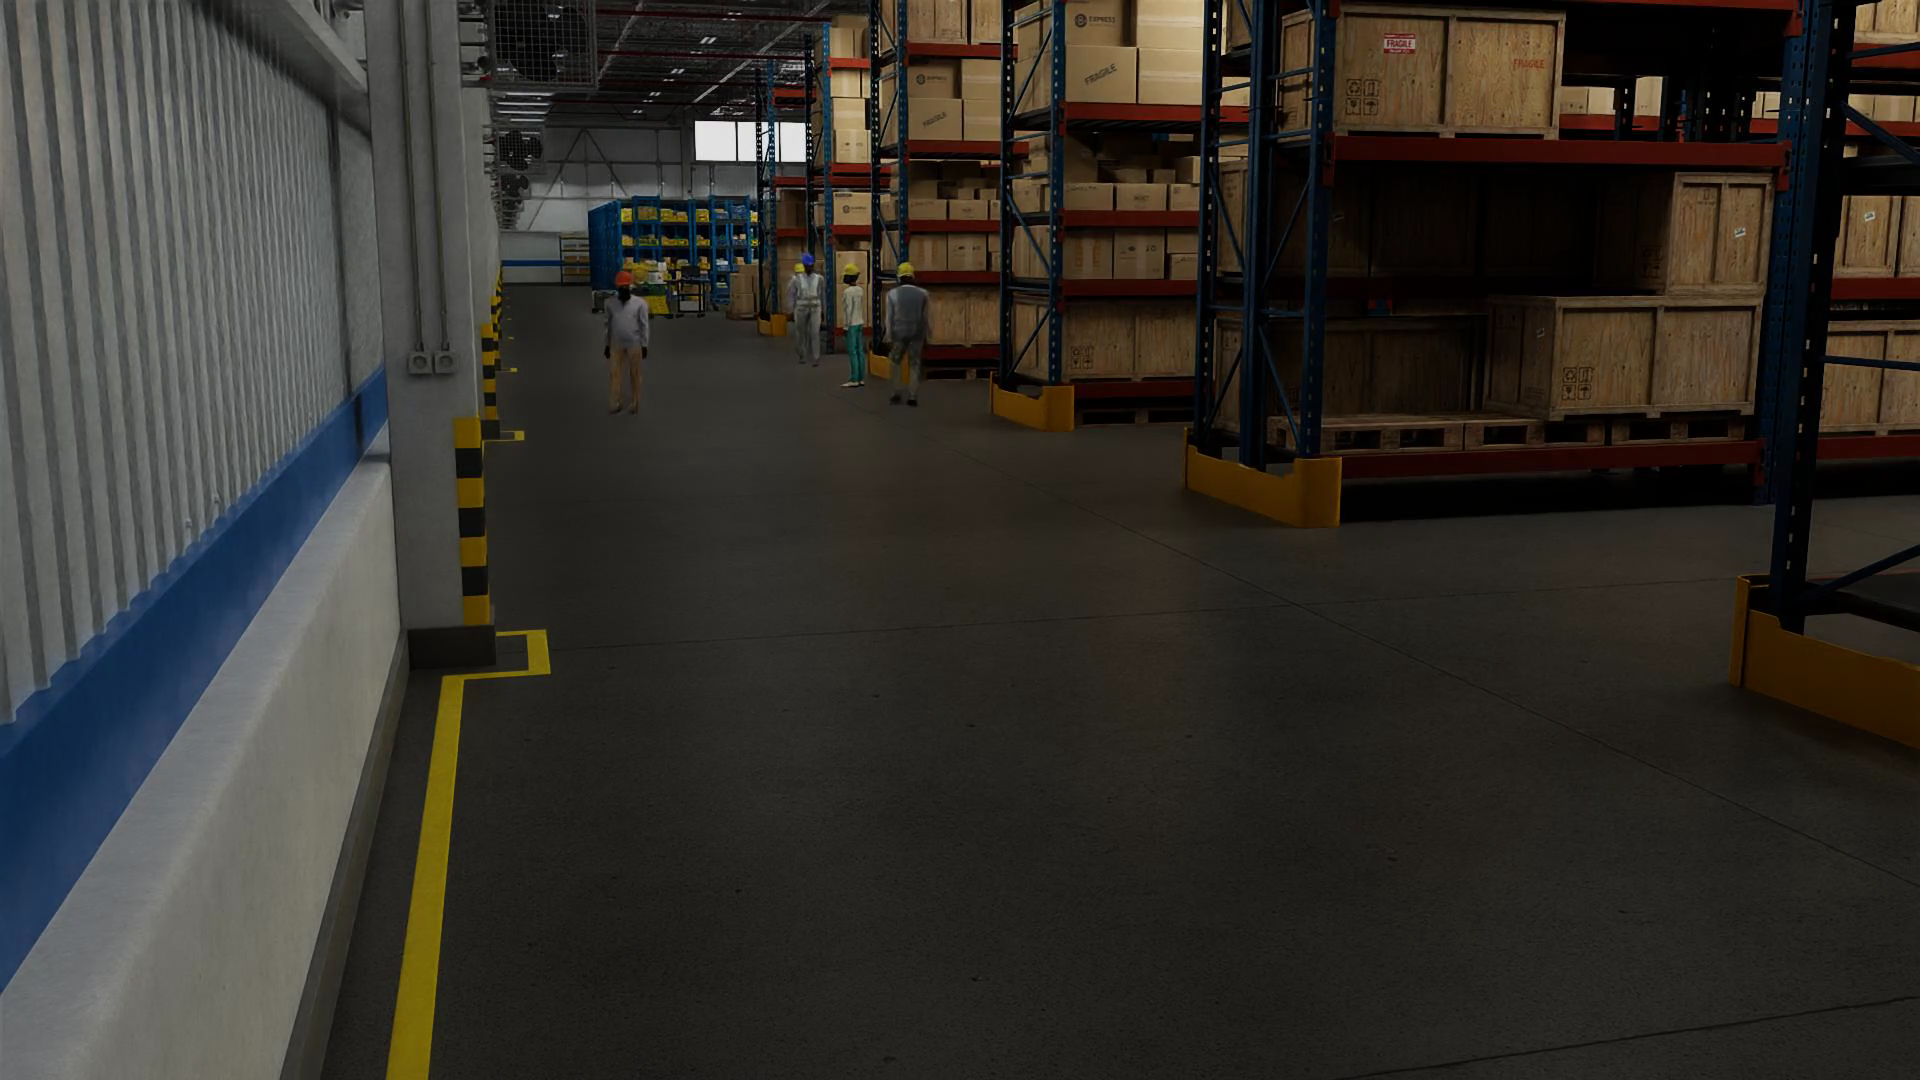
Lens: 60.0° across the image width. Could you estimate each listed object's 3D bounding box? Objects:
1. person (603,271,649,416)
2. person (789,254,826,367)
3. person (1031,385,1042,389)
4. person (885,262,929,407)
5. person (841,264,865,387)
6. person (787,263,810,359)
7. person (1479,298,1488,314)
[{"bbox_3d":[-4.016,-2.336,19.862,0.596,1.715,0.816,1,10,5],"label":"person"},{"bbox_3d":[-2.606,-3.922,28.345,0.628,1.913,0.960,-2,10,-13],"label":"person"},{"bbox_3d":[1.364,-3.087,23.600,0.912,1.902,0.564,0,10,0],"label":"person"},{"bbox_3d":[-0.685,-2.608,21.145,0.589,1.810,0.736,-2,10,-12],"label":"person"},{"bbox_3d":[-1.568,-3.085,24.000,0.320,1.766,0.535,4,11,20],"label":"person"},{"bbox_3d":[-2.885,-4.124,30.000,0.490,1.727,0.594,-2,10,-13],"label":"person"},{"bbox_3d":[5.474,-1.816,16.539,0.688,1.867,0.480,6,11,29],"label":"person"}]
